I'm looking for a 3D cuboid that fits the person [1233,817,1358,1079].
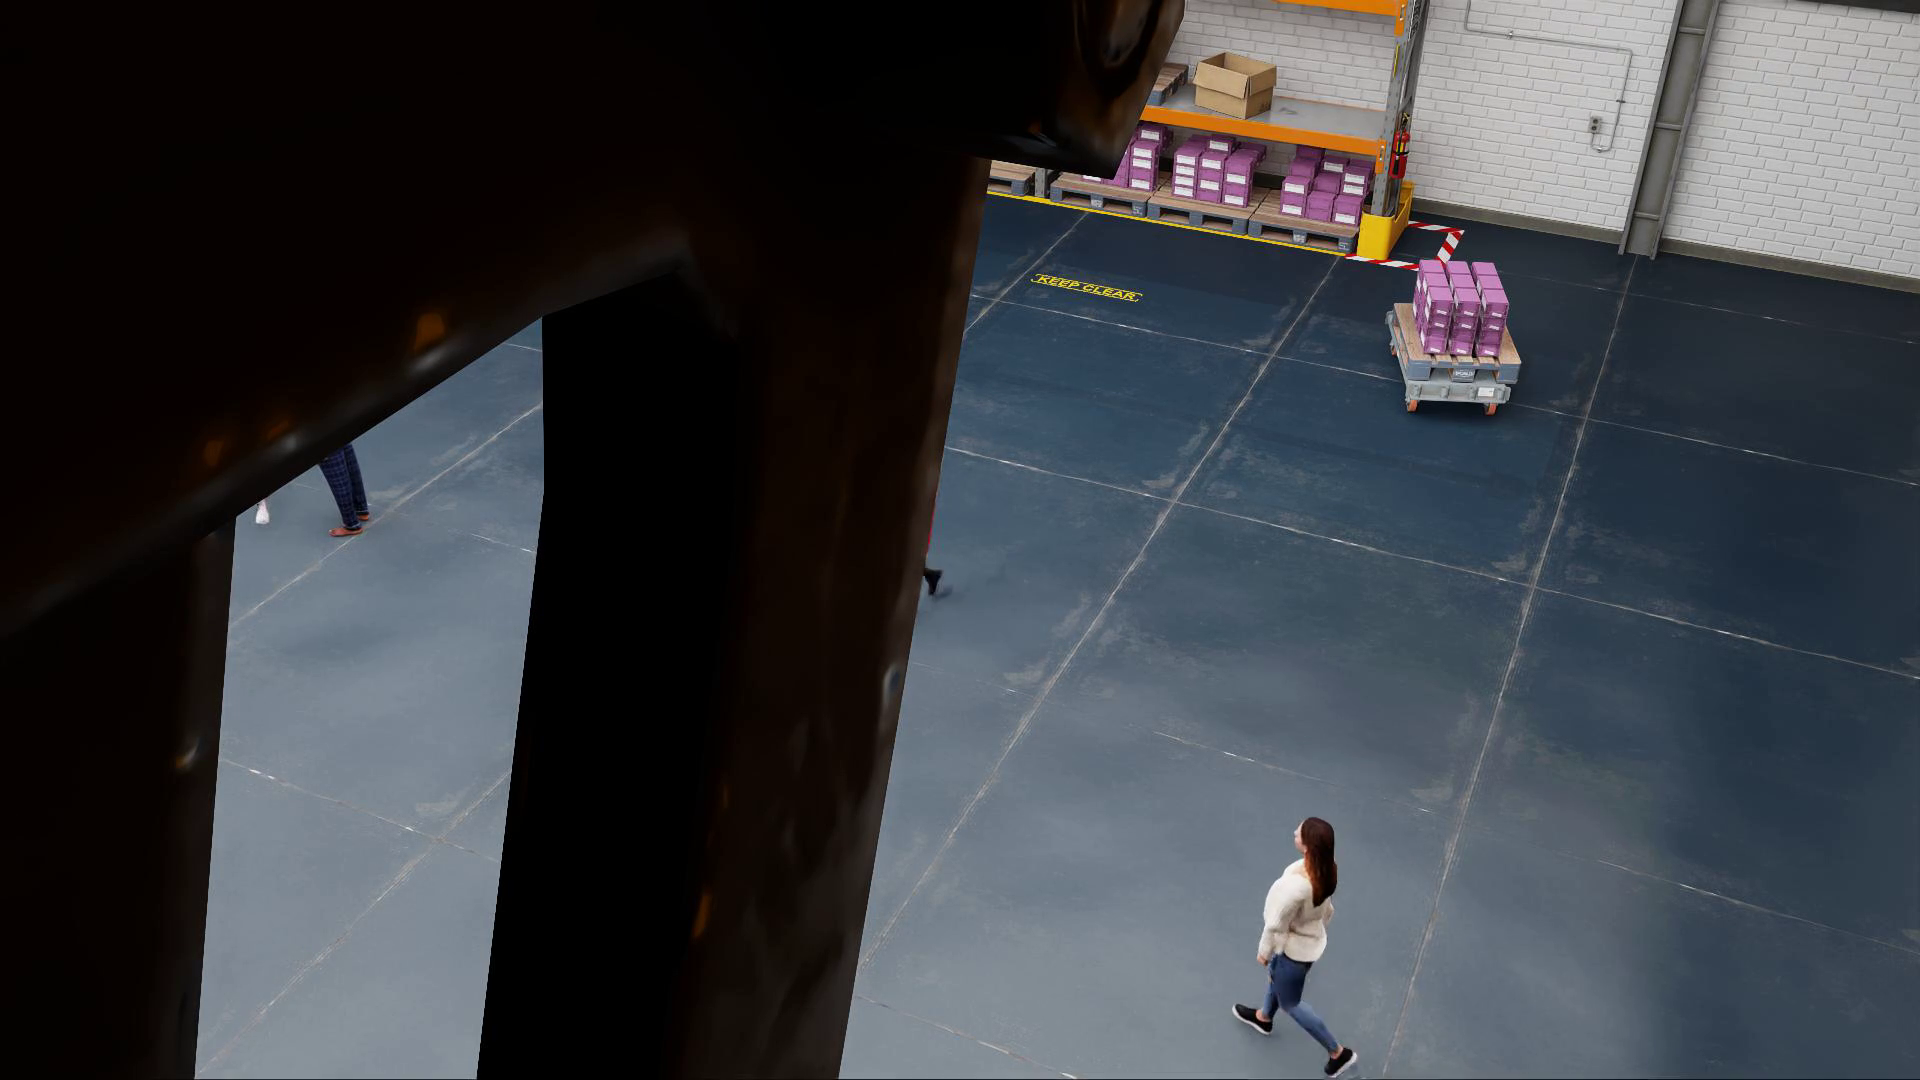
[{"bbox_3d":[1.862,2.203,8.939,1.063,1.675,0.744,23,40,31],"label":"person"}]
